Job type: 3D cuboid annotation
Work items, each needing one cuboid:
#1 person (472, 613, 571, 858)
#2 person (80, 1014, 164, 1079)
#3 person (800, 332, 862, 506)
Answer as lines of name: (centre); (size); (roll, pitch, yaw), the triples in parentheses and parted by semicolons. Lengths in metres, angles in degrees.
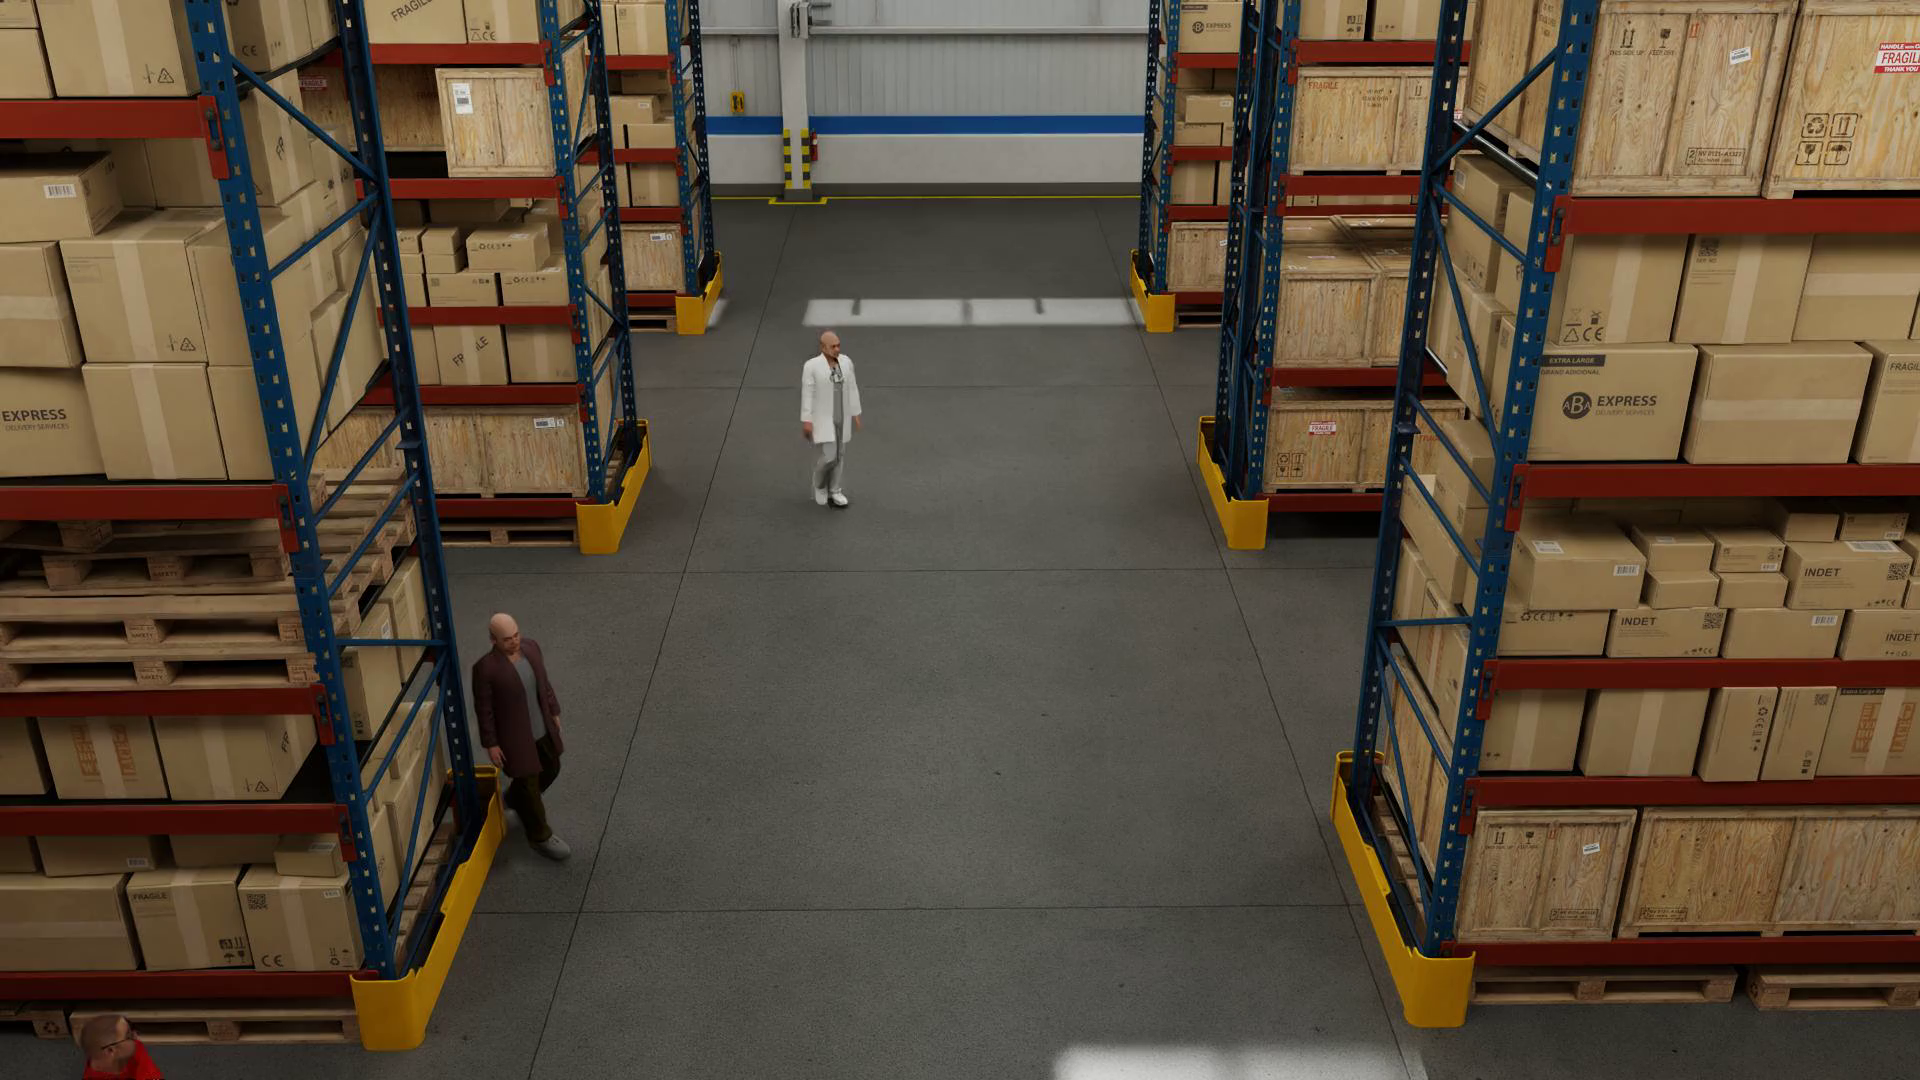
person: (-2.938, 1.276, 11.128); (0.723, 1.795, 0.604); (15, 29, 29)
person: (-3.731, 2.917, 7.678); (0.425, 1.770, 0.554); (2, 25, 4)
person: (-1.240, -1.177, 16.311); (0.615, 1.781, 0.481); (-17, 30, -32)
